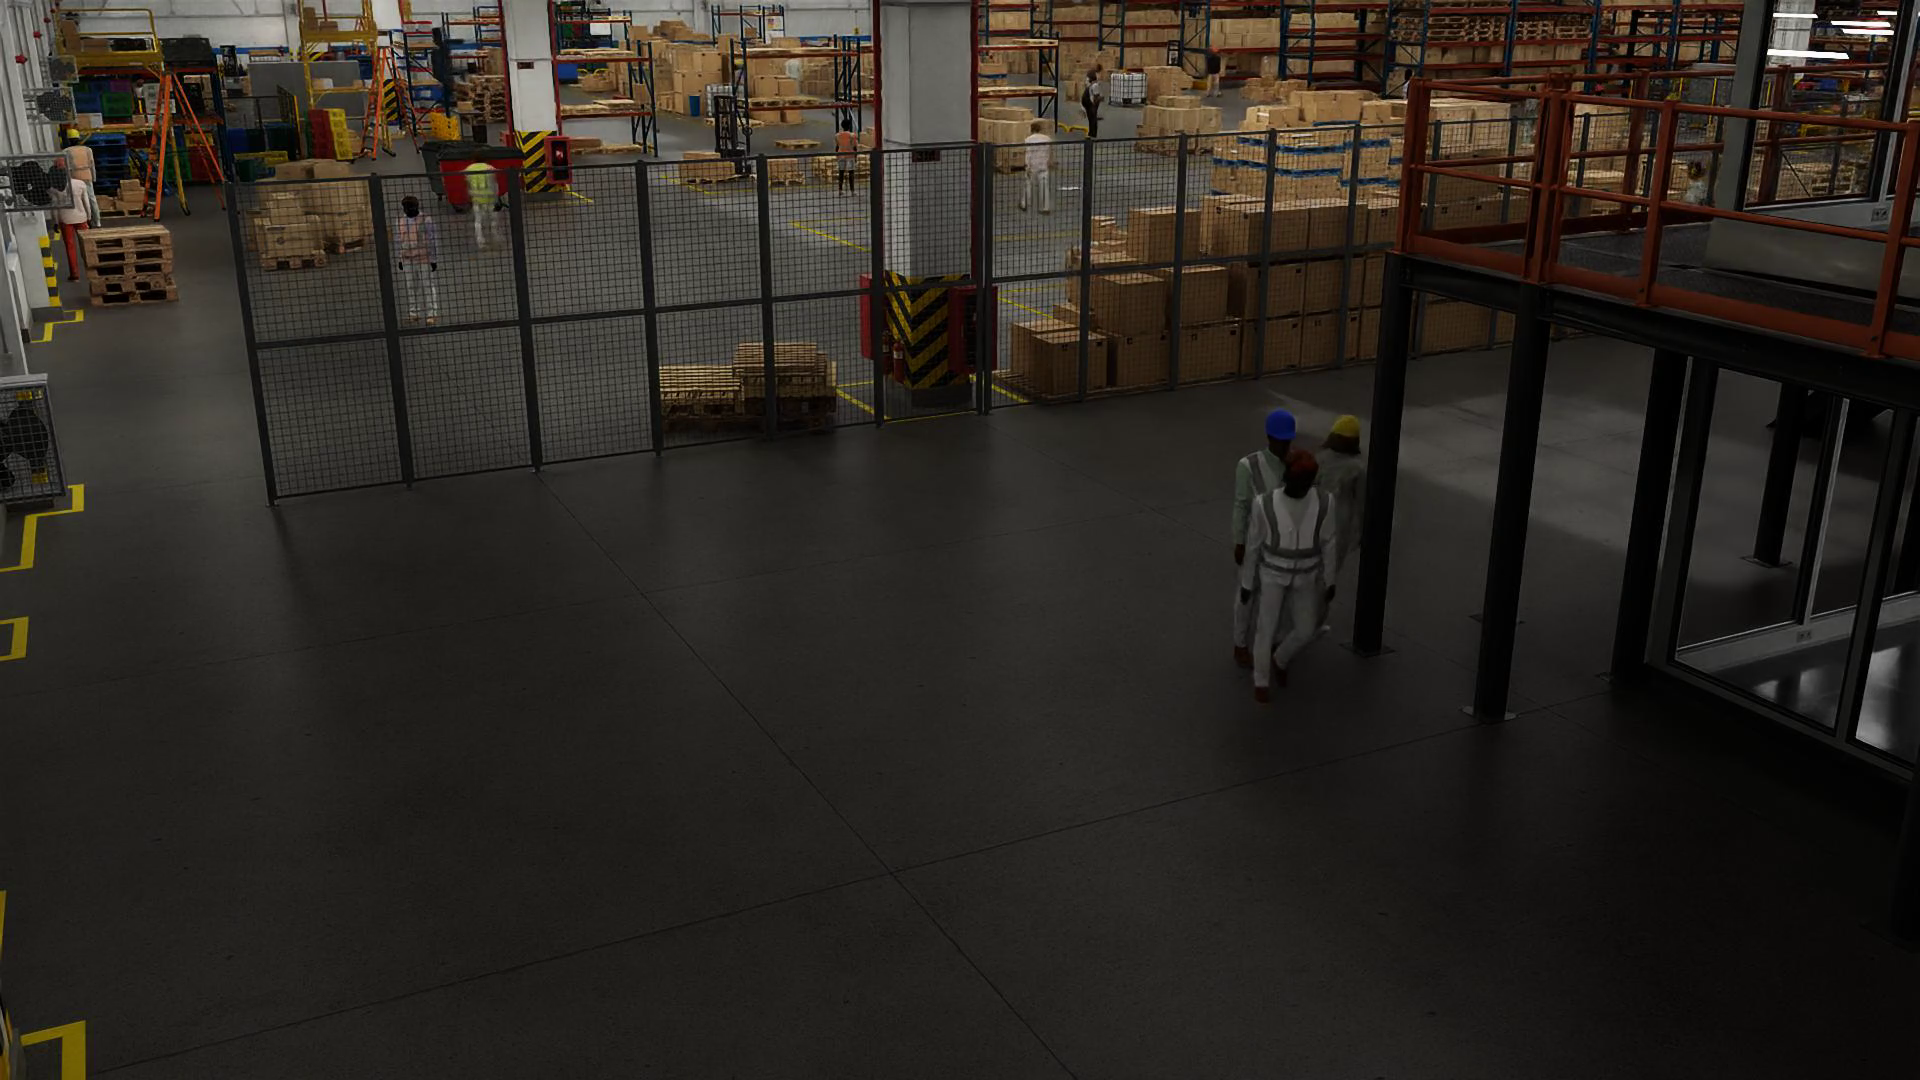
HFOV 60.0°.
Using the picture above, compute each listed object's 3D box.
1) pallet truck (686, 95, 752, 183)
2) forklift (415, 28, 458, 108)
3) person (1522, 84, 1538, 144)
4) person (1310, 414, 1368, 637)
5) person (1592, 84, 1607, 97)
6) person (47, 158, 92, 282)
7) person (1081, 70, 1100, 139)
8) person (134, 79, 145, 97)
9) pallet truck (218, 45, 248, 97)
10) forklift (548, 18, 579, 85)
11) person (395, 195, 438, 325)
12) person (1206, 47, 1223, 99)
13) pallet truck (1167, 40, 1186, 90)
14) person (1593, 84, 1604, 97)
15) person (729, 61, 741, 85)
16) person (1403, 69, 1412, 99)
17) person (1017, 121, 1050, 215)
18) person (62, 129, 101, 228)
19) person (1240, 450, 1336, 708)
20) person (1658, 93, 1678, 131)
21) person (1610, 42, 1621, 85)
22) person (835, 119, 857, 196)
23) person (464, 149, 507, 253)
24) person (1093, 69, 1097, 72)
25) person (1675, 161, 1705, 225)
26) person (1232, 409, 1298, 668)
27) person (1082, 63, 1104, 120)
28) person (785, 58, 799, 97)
[{"bbox_3d":[-5.836,-9.608,39.856,0.823,1.965,1.885,10,22,27],"label":"pallet truck"},{"bbox_3d":[-18.951,-17.120,60.297,1.873,2.768,1.129,-3,19,-9],"label":"forklift"},{"bbox_3d":[15.671,-11.593,45.803,0.311,1.868,0.532,18,26,41],"label":"person"},{"bbox_3d":[2.915,-0.134,12.808,0.496,1.716,0.743,16,24,38],"label":"person"},{"bbox_3d":[18.765,-12.544,48.854,0.540,1.682,0.626,-5,20,-15],"label":"person"},{"bbox_3d":[-14.479,-5.215,27.125,0.611,1.995,0.375,-18,26,-42],"label":"person"},{"bbox_3d":[3.874,-12.930,49.420,0.535,2.000,0.687,-3,19,-7],"label":"person"},{"bbox_3d":[-25.264,-13.411,51.437,0.520,1.633,0.312,8,20,21],"label":"person"},{"bbox_3d":[-28.879,-18.665,66.111,0.823,1.965,1.885,-3,19,-9],"label":"pallet truck"},{"bbox_3d":[-17.588,-21.073,71.757,1.873,2.768,1.129,-9,21,-25],"label":"forklift"},{"bbox_3d":[-7.804,-4.016,23.880,0.633,1.841,0.429,5,20,14],"label":"person"},{"bbox_3d":[9.951,-18.276,65.061,0.651,1.937,1.005,-8,20,-21],"label":"person"},{"bbox_3d":[9.045,-19.971,69.895,0.823,1.965,1.885,-3,19,-8],"label":"pallet truck"},{"bbox_3d":[17.329,-11.397,45.169,0.543,1.921,0.580,-11,22,-28],"label":"person"},{"bbox_3d":[-7.764,-15.439,56.921,0.943,1.880,0.611,-9,21,-23],"label":"person"},{"bbox_3d":[13.860,-13.590,51.517,0.390,1.919,0.591,2,19,6],"label":"person"},{"bbox_3d":[1.565,-7.740,34.600,0.632,1.887,1.023,-9,21,-24],"label":"person"},{"bbox_3d":[-17.226,-7.065,32.587,0.372,1.928,0.584,15,24,36],"label":"person"},{"bbox_3d":[2.258,0.266,11.432,0.693,1.864,0.436,-2,19,-5],"label":"person"},{"bbox_3d":[18.535,-10.883,43.899,0.783,1.787,0.608,-2,19,-5],"label":"person"},{"bbox_3d":[28.480,-20.716,72.311,0.517,1.823,0.648,16,25,39],"label":"person"},{"bbox_3d":[-2.561,-8.613,37.441,0.535,1.693,0.321,5,20,15],"label":"person"},{"bbox_3d":[-8.574,-6.159,30.137,0.660,1.806,0.874,3,19,7],"label":"person"},{"bbox_3d":[4.557,-15.153,56.487,0.423,1.622,0.531,-5,20,-14],"label":"person"},{"bbox_3d":[12.257,-5.413,27.936,0.528,1.840,0.525,3,19,8],"label":"person"},{"bbox_3d":[2.272,-0.017,12.128,0.607,1.947,0.406,-6,20,-16],"label":"person"},{"bbox_3d":[4.491,-14.972,55.609,0.634,1.868,0.629,-2,19,-5],"label":"person"},{"bbox_3d":[-6.236,-17.168,61.859,0.354,1.937,0.635,18,26,42],"label":"person"}]
